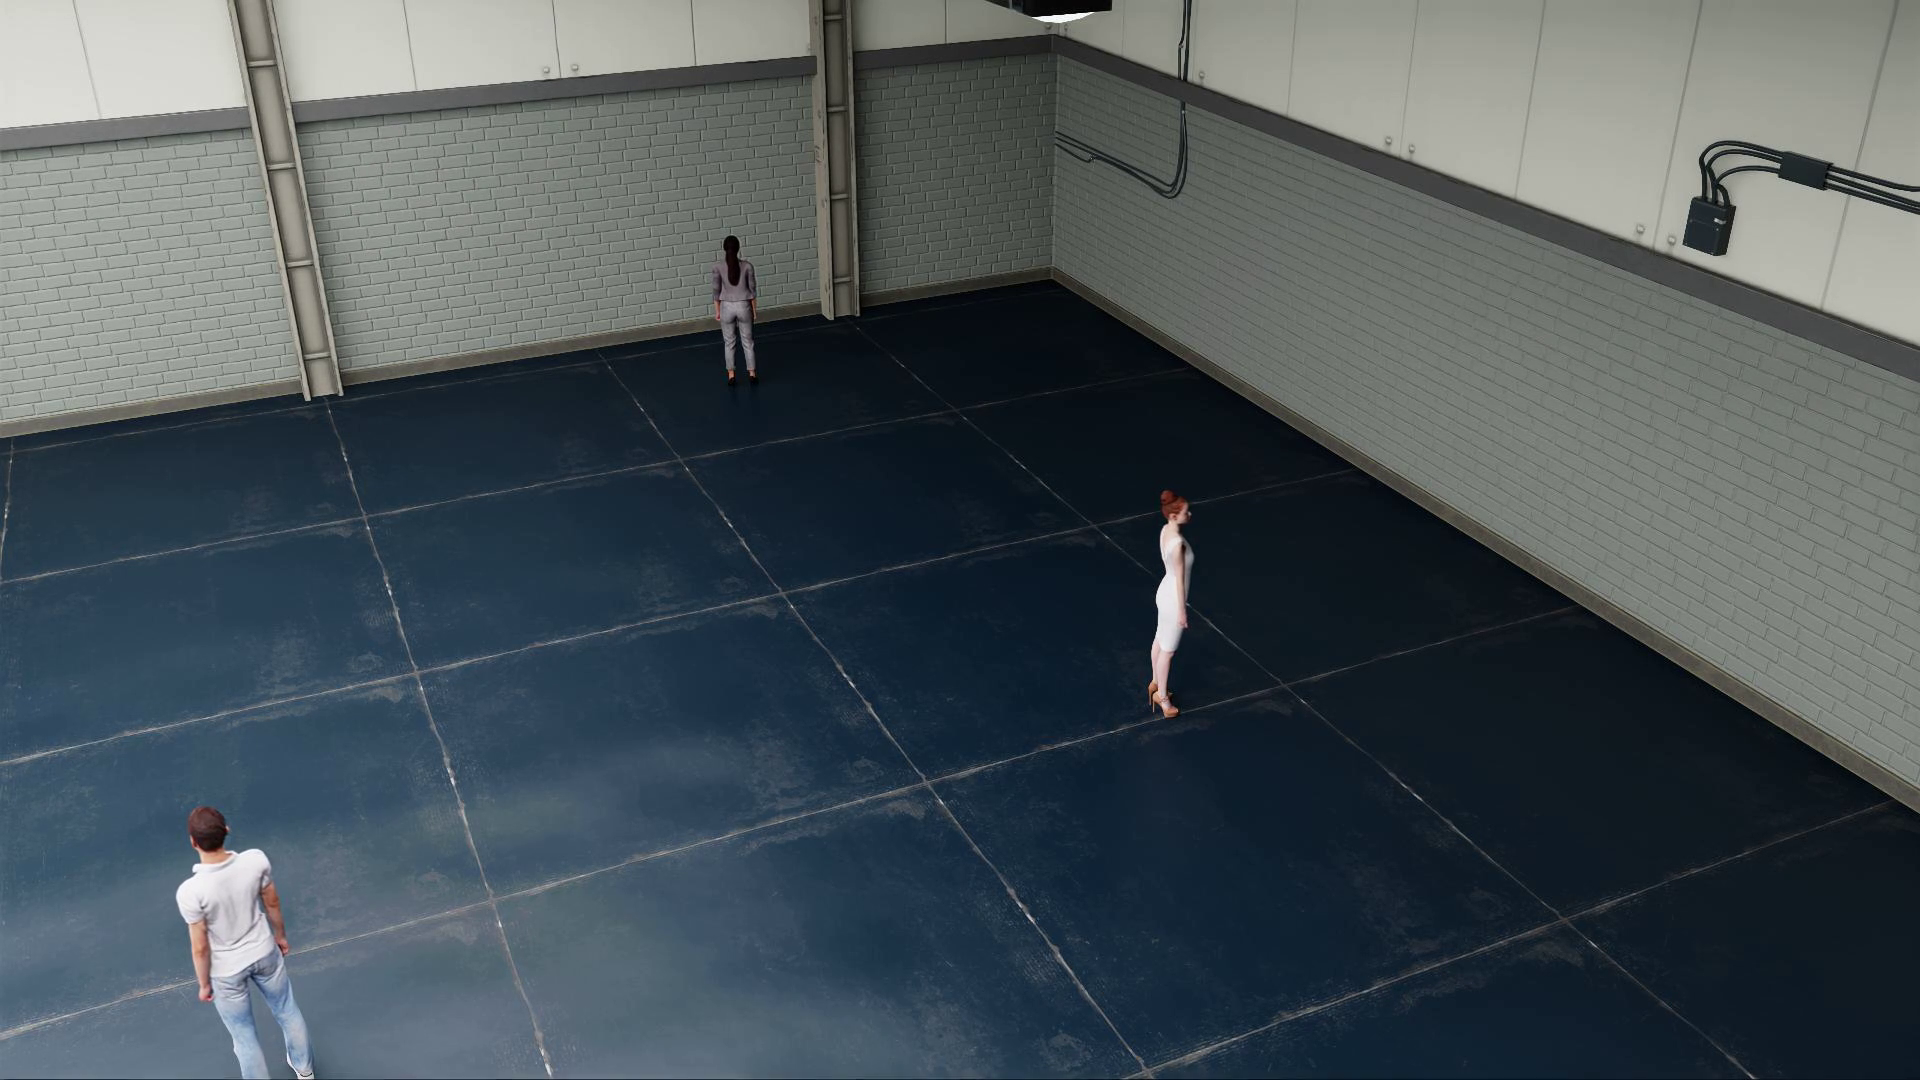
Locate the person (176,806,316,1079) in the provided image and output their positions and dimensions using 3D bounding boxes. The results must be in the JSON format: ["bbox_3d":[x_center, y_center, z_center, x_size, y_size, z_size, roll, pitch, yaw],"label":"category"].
[{"bbox_3d":[-3.726,2.182,8.640,0.793,1.850,0.655,19,33,32],"label":"person"}]

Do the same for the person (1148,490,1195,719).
[{"bbox_3d":[1.521,0.458,12.052,0.589,1.792,0.625,-2,27,-4],"label":"person"}]

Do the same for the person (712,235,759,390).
[{"bbox_3d":[-2.398,-2.435,17.795,0.627,1.677,0.749,-3,27,-5],"label":"person"}]
